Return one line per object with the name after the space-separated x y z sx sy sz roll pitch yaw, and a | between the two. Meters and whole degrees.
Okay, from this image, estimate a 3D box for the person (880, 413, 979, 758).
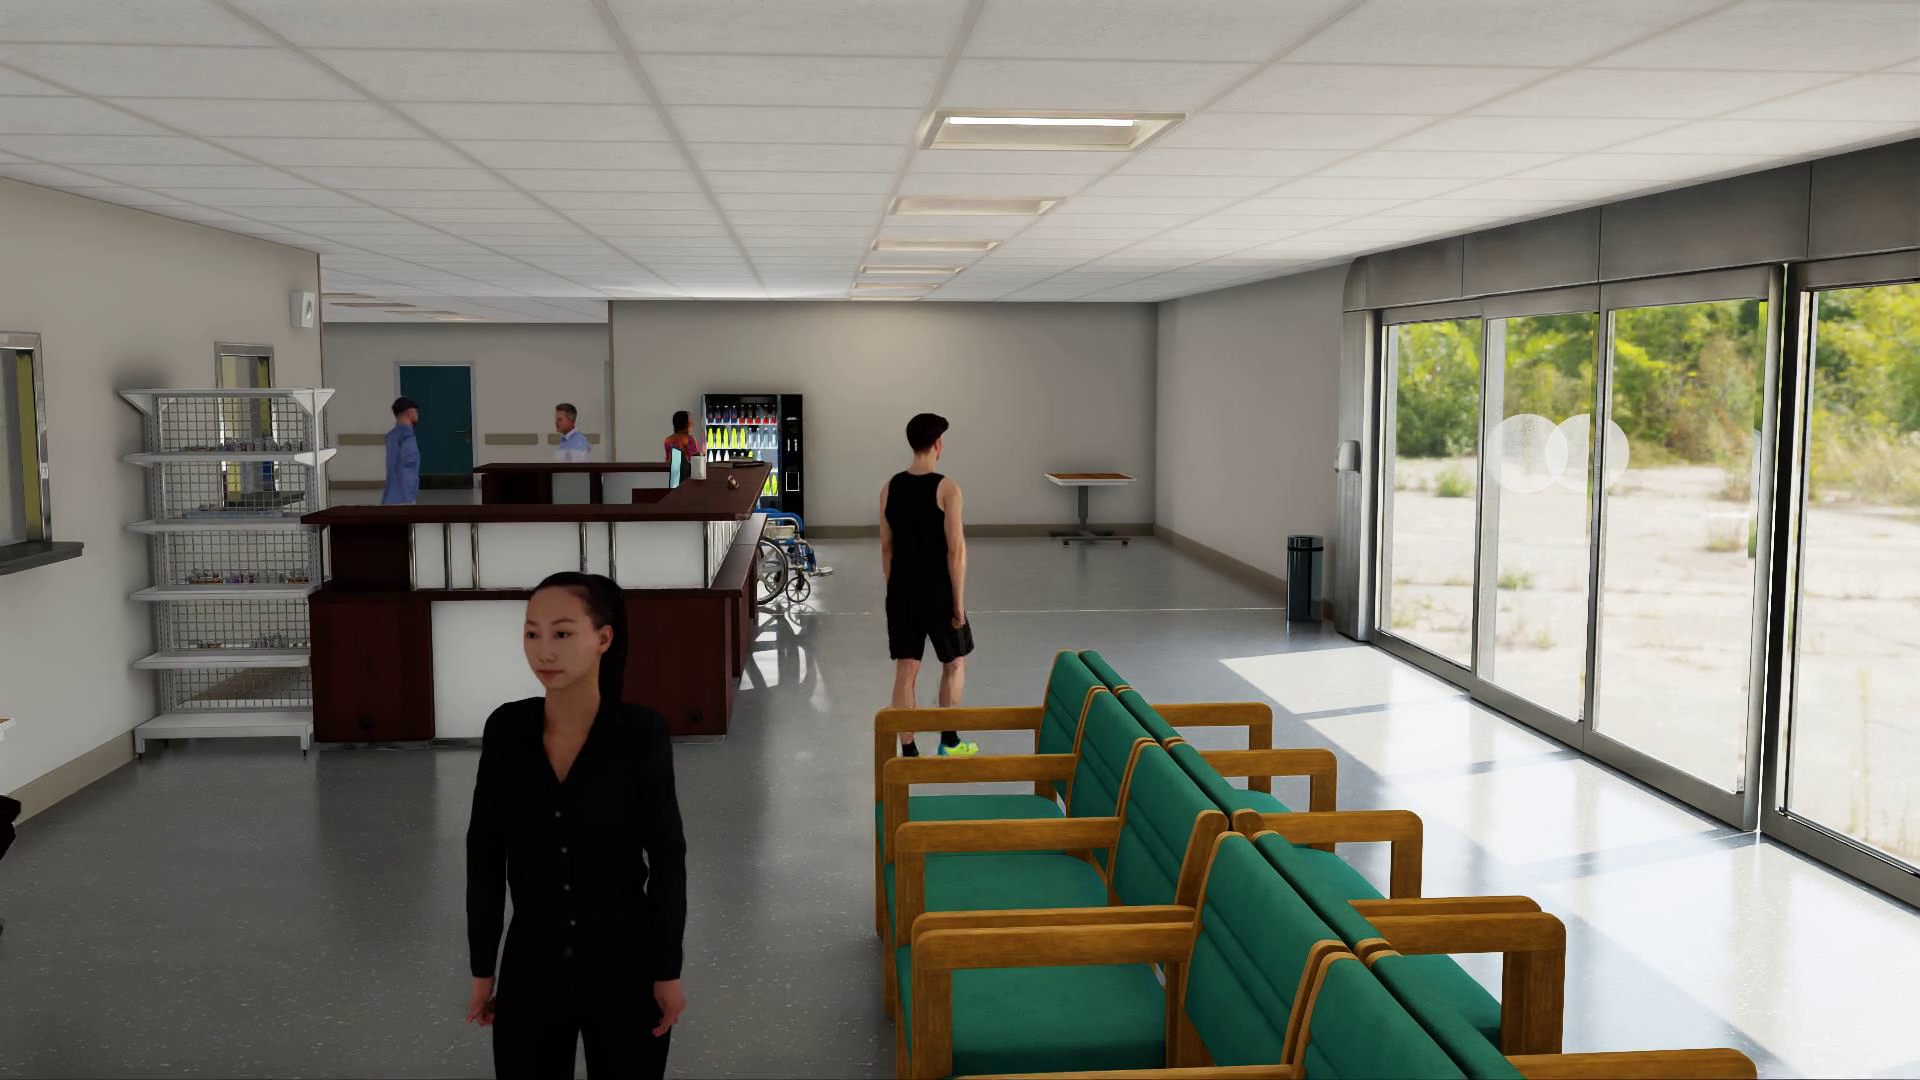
-0.232 0.300 8.550 0.931 1.874 0.973 2 6 23 | person

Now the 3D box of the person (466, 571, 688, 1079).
-0.762 0.906 3.336 0.453 1.711 0.664 0 6 2 | person

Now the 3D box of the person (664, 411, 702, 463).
-3.205 -0.683 19.344 0.792 1.669 0.860 5 7 40 | person

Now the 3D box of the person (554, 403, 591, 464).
-3.501 -0.351 15.446 1.214 1.790 1.004 -4 7 -32 | person

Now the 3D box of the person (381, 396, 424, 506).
-5.121 -0.341 15.009 1.231 1.857 1.108 -5 8 -43 | person
